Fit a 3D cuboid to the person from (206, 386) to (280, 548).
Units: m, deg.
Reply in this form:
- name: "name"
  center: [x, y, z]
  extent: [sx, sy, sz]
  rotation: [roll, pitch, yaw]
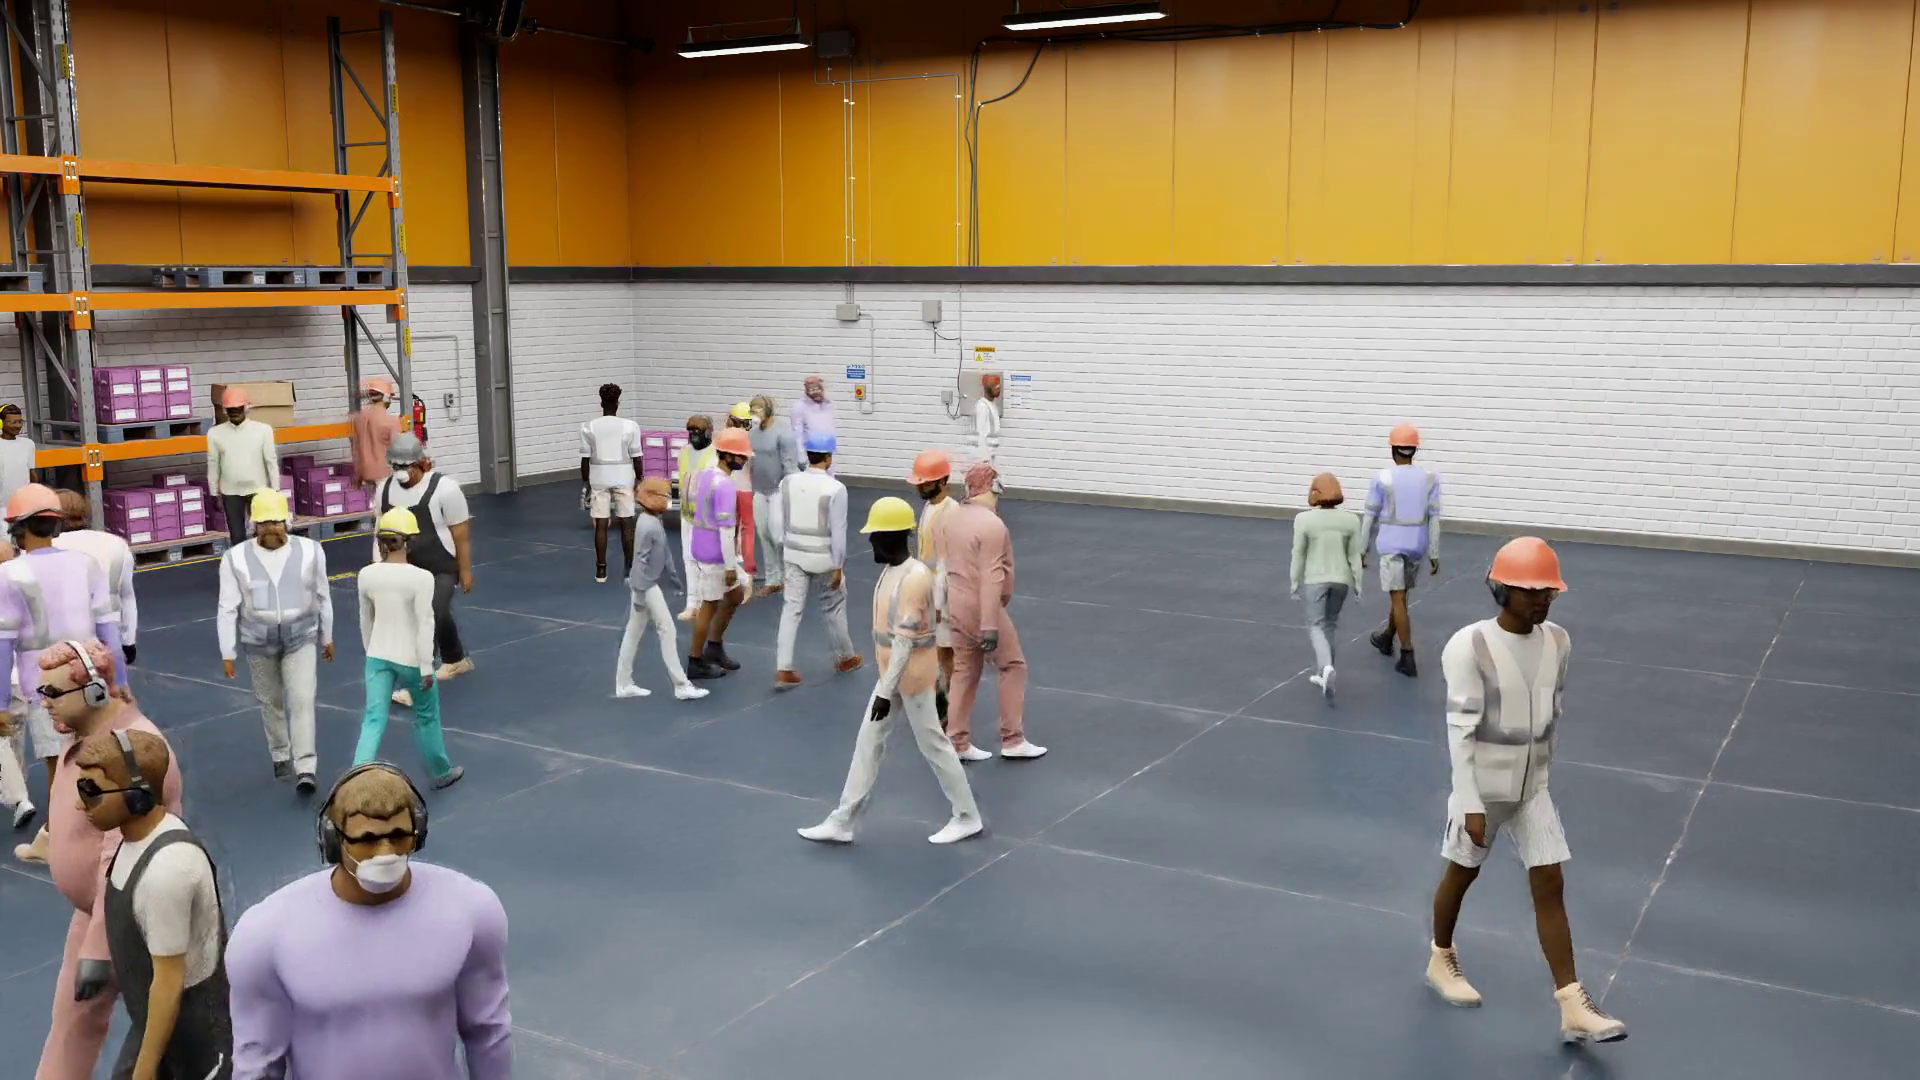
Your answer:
- name: "person"
  center: [-6.795, -0.475, 15.770]
  extent: [0.645, 1.974, 0.480]
  rotation: [-2, 9, -14]

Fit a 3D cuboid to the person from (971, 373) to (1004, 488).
- name: "person"
  center: [0.299, -1.011, 19.454]
  extent: [0.443, 1.873, 0.578]
  rotation: [3, 9, 16]

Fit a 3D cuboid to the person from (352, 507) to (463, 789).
- name: "person"
  center: [-3.204, 0.673, 9.444]
  extent: [0.533, 1.718, 0.954]
  rotation: [3, 9, 16]

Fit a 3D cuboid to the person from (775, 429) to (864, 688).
- name: "person"
  center: [-1.075, 0.128, 12.294]
  extent: [0.616, 1.902, 0.992]
  rotation: [4, 10, 26]

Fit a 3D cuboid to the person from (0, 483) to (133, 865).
- name: "person"
  center: [-4.436, 0.719, 8.308]
  extent: [0.988, 1.999, 0.650]
  rotation: [4, 10, 22]

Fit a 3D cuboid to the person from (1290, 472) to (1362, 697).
- name: "person"
  center: [2.652, 0.324, 11.942]
  extent: [0.509, 1.611, 0.703]
  rotation: [-1, 9, -8]

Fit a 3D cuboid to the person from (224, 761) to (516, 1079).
- name: "person"
  center: [-1.384, 1.444, 3.973]
  extent: [0.648, 1.926, 0.555]
  rotation: [-5, 10, -27]

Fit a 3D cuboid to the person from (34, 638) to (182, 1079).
- name: "person"
  center: [-2.814, 1.238, 5.488]
  extent: [0.666, 1.844, 1.023]
  rotation: [8, 12, 43]

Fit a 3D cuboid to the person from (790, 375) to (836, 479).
- name: "person"
  center: [-1.673, -0.996, 19.407]
  extent: [0.731, 1.867, 0.475]
  rotation: [-9, 13, -44]

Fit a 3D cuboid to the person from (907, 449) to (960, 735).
- name: "person"
  center: [-0.164, 0.358, 10.819]
  extent: [0.475, 1.907, 0.539]
  rotation: [-4, 10, -25]

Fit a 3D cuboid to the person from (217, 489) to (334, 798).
- name: "person"
  center: [-3.964, 0.601, 9.651]
  extent: [0.624, 1.781, 0.922]
  rotation: [-4, 10, -22]

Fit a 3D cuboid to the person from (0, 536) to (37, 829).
- name: "person"
  center: [-5.274, 0.771, 9.163]
  extent: [0.786, 1.603, 0.525]
  rotation: [9, 13, 43]

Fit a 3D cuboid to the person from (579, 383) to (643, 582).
- name: "person"
  center: [-3.419, -0.562, 16.355]
  extent: [0.613, 1.964, 0.361]
  rotation: [-1, 9, -7]

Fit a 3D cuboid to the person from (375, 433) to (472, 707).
- name: "person"
  center: [-3.854, 0.108, 11.950]
  extent: [0.694, 2.000, 1.194]
  rotation: [3, 10, 19]

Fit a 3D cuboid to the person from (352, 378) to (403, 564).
- name: "person"
  center: [-5.875, -0.679, 17.086]
  extent: [0.665, 1.963, 0.679]
  rotation: [5, 10, 29]

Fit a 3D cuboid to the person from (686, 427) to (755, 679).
- name: "person"
  center: [-1.799, 0.107, 12.400]
  extent: [0.574, 1.897, 0.567]
  rotation: [-3, 9, -16]

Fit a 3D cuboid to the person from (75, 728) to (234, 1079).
- name: "person"
  center: [-2.265, 1.396, 4.725]
  extent: [0.987, 1.785, 0.511]
  rotation: [-7, 12, -38]

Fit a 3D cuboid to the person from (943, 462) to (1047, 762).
- name: "person"
  center: [0.227, 0.455, 10.315]
  extent: [0.764, 1.868, 0.685]
  rotation: [-4, 10, -25]

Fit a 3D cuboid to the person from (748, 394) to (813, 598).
- name: "person"
  center: [-1.718, -0.423, 15.654]
  extent: [0.638, 1.918, 0.554]
  rotation: [8, 12, 42]

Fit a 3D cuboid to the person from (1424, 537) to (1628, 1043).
- name: "person"
  center: [2.227, 0.990, 6.584]
  extent: [0.622, 1.994, 1.032]
  rotation: [-3, 10, -20]

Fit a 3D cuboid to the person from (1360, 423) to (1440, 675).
- name: "person"
  center: [3.378, 0.043, 12.841]
  extent: [0.565, 1.883, 0.985]
  rotation: [-1, 9, -7]

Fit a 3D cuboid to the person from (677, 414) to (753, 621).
- name: "person"
  center: [-2.196, -0.217, 14.688]
  extent: [0.635, 1.821, 0.702]
  rotation: [6, 11, 32]

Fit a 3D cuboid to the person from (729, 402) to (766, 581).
- name: "person"
  center: [-2.138, -0.473, 16.428]
  extent: [0.523, 1.769, 0.320]
  rotation: [8, 12, 40]

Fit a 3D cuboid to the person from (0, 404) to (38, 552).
- name: "person"
  center: [-8.579, -0.303, 15.088]
  extent: [0.334, 1.860, 0.508]
  rotation: [5, 11, 31]

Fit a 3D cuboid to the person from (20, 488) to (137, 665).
- name: "person"
  center: [-5.009, 0.608, 9.496]
  extent: [0.706, 1.822, 0.645]
  rotation: [8, 12, 42]

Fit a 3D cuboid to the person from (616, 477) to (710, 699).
- name: "person"
  center: [-2.121, 0.344, 11.819]
  extent: [0.767, 1.593, 0.521]
  rotation: [-1, 9, -6]

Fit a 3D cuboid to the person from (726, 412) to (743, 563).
- name: "person"
  center: [-2.388, -0.542, 17.309]
  extent: [0.432, 1.625, 0.524]
  rotation: [-8, 12, -42]

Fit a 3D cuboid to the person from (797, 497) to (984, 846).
- name: "person"
  center: [-0.329, 0.707, 8.738]
  extent: [0.993, 1.879, 0.589]
  rotation: [-3, 10, -20]
